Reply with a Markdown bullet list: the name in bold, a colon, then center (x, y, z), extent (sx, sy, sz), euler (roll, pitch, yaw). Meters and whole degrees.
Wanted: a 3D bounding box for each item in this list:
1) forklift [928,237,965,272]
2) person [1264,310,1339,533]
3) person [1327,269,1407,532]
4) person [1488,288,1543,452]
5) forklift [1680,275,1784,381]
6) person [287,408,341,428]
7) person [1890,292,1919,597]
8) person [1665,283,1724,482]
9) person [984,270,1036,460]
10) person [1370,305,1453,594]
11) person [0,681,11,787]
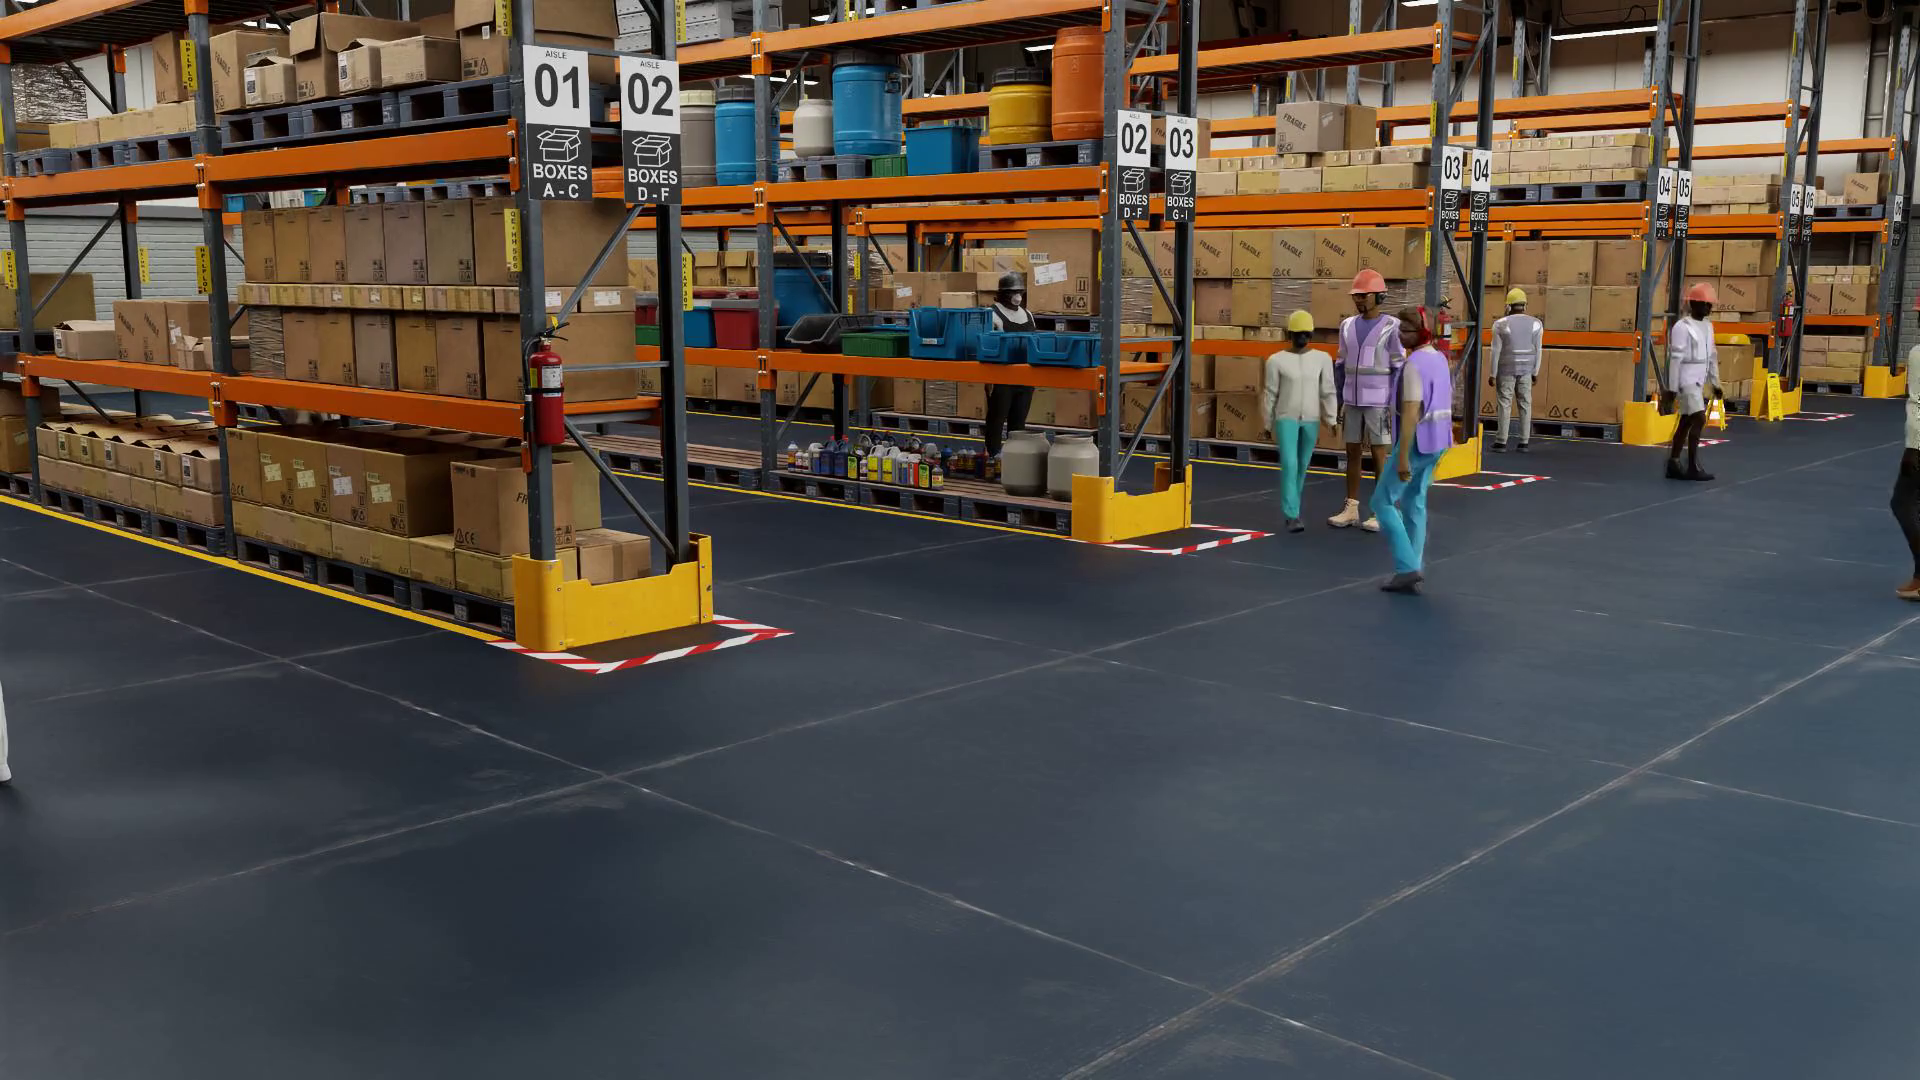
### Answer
- **forklift**: center (-0.326, -5.817, 39.609), extent (1.129, 2.768, 1.873), euler (9, 13, 43)
- **person**: center (2.660, -0.893, 12.912), extent (0.535, 1.700, 0.877), euler (-1, 9, -8)
- **person**: center (3.189, -1.095, 13.089), extent (0.374, 2.042, 0.615), euler (-8, 12, -42)
- **person**: center (6.226, -1.905, 18.694), extent (0.590, 1.835, 0.404), euler (-1, 9, -4)
- **forklift**: center (12.480, -3.427, 27.053), extent (1.214, 2.155, 2.313), euler (9, 13, 43)
- **person**: center (-5.923, -1.387, 15.241), extent (0.633, 1.911, 0.985), euler (-8, 12, -41)
- **person**: center (6.100, -0.611, 10.394), extent (0.622, 1.964, 0.532), euler (-4, 10, -24)
- **person**: center (7.185, -1.517, 16.088), extent (0.546, 1.914, 0.722), euler (-8, 12, -39)
- **person**: center (0.518, -1.581, 16.204), extent (0.684, 2.000, 0.538), euler (-8, 12, -41)
- **person**: center (2.864, -0.559, 10.481), extent (0.459, 1.823, 0.610), euler (8, 12, 42)
- **person**: center (-3.939, 0.200, 6.421), extent (0.316, 1.629, 0.507), euler (2, 9, 11)
